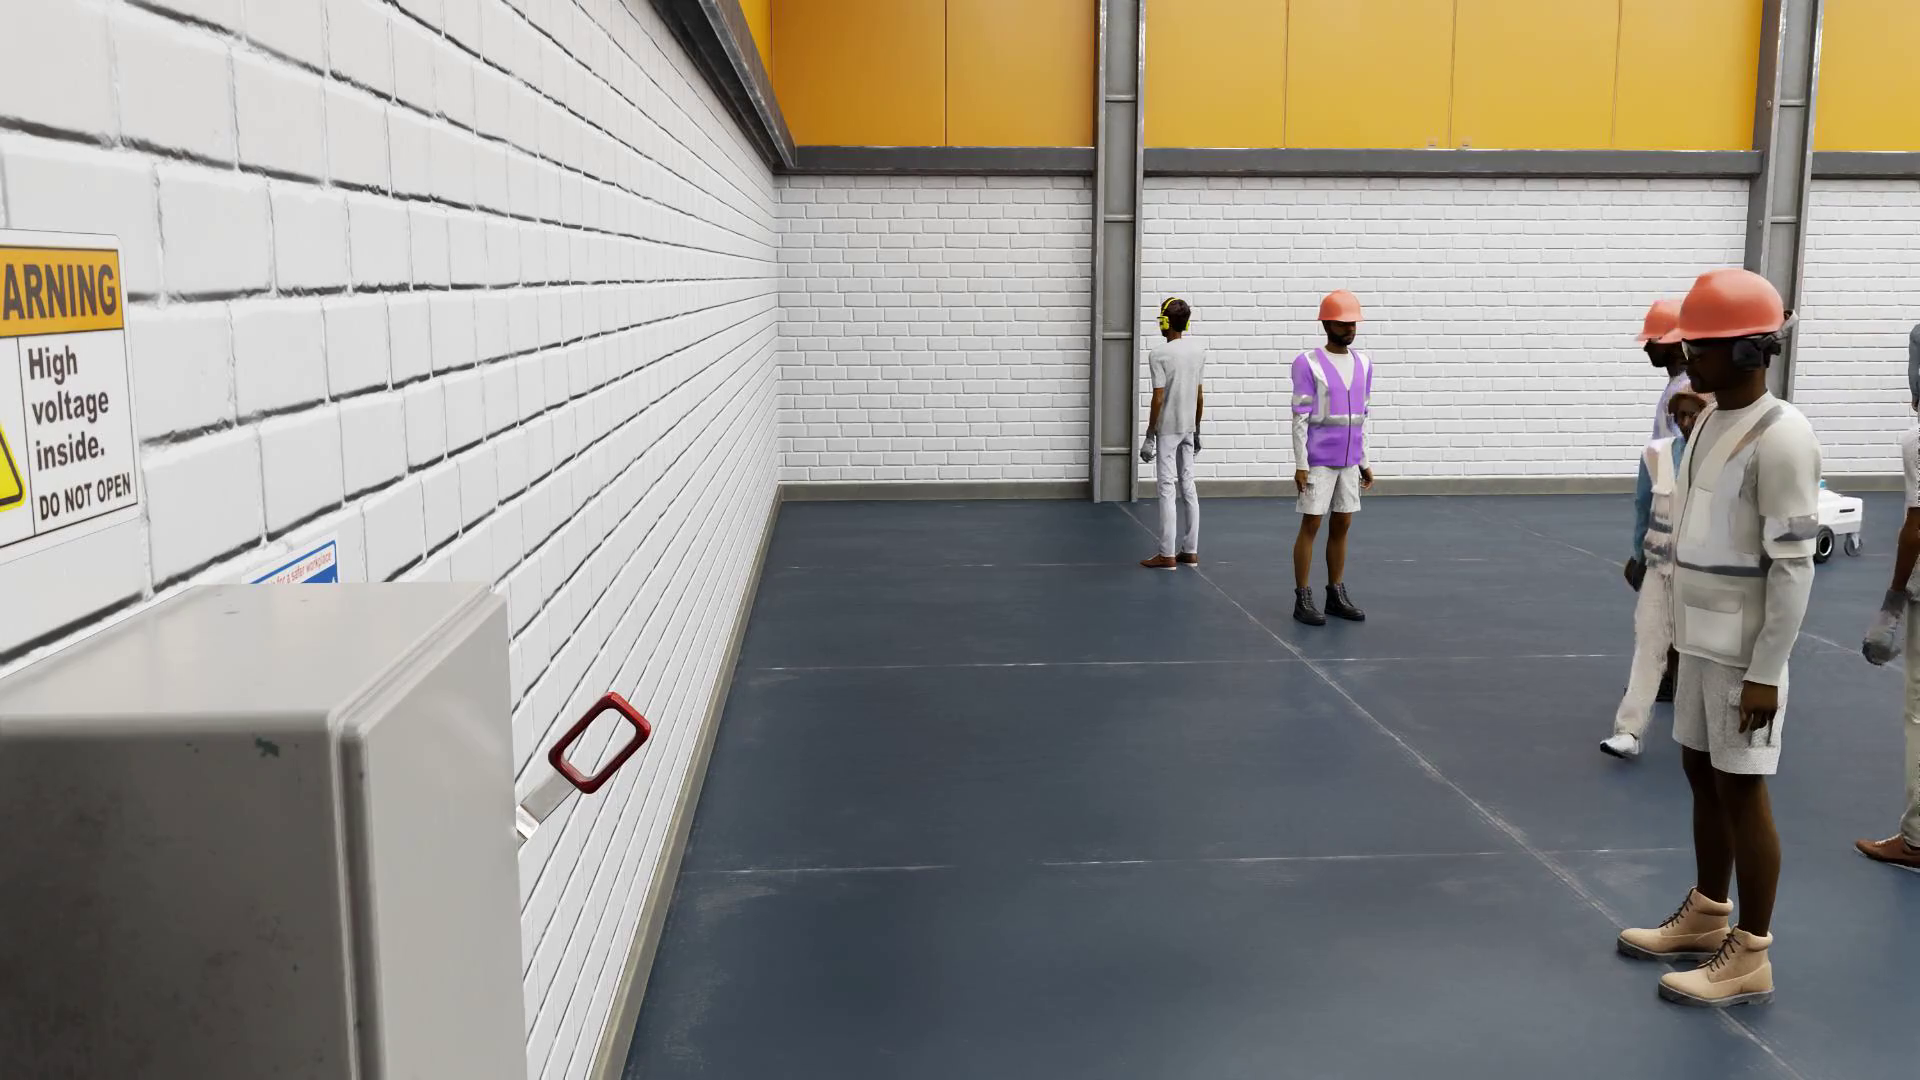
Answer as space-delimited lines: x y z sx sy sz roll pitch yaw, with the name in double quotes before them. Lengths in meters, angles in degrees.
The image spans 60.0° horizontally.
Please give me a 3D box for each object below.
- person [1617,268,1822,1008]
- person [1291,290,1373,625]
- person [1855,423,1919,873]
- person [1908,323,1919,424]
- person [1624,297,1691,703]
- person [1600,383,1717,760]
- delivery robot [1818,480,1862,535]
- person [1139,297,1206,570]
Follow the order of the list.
"person" 2.102 0.276 4.629 0.395 2.038 0.615 0 9 3
"person" 2.178 -0.477 9.674 0.542 1.939 0.359 -4 10 -25
"person" 3.332 0.205 5.630 0.568 1.865 0.311 -2 9 -13
"person" 8.710 -1.280 14.719 0.372 1.940 0.632 -6 11 -33
"person" 3.325 -0.169 7.792 0.417 1.916 0.562 4 10 22
"person" 3.031 0.130 6.943 0.900 1.582 0.522 -9 12 -43
"delivery robot" 6.126 -0.192 11.922 0.707 0.478 0.477 -5 10 -30
"person" 1.461 -0.728 11.461 0.514 1.873 0.329 -7 11 -36
